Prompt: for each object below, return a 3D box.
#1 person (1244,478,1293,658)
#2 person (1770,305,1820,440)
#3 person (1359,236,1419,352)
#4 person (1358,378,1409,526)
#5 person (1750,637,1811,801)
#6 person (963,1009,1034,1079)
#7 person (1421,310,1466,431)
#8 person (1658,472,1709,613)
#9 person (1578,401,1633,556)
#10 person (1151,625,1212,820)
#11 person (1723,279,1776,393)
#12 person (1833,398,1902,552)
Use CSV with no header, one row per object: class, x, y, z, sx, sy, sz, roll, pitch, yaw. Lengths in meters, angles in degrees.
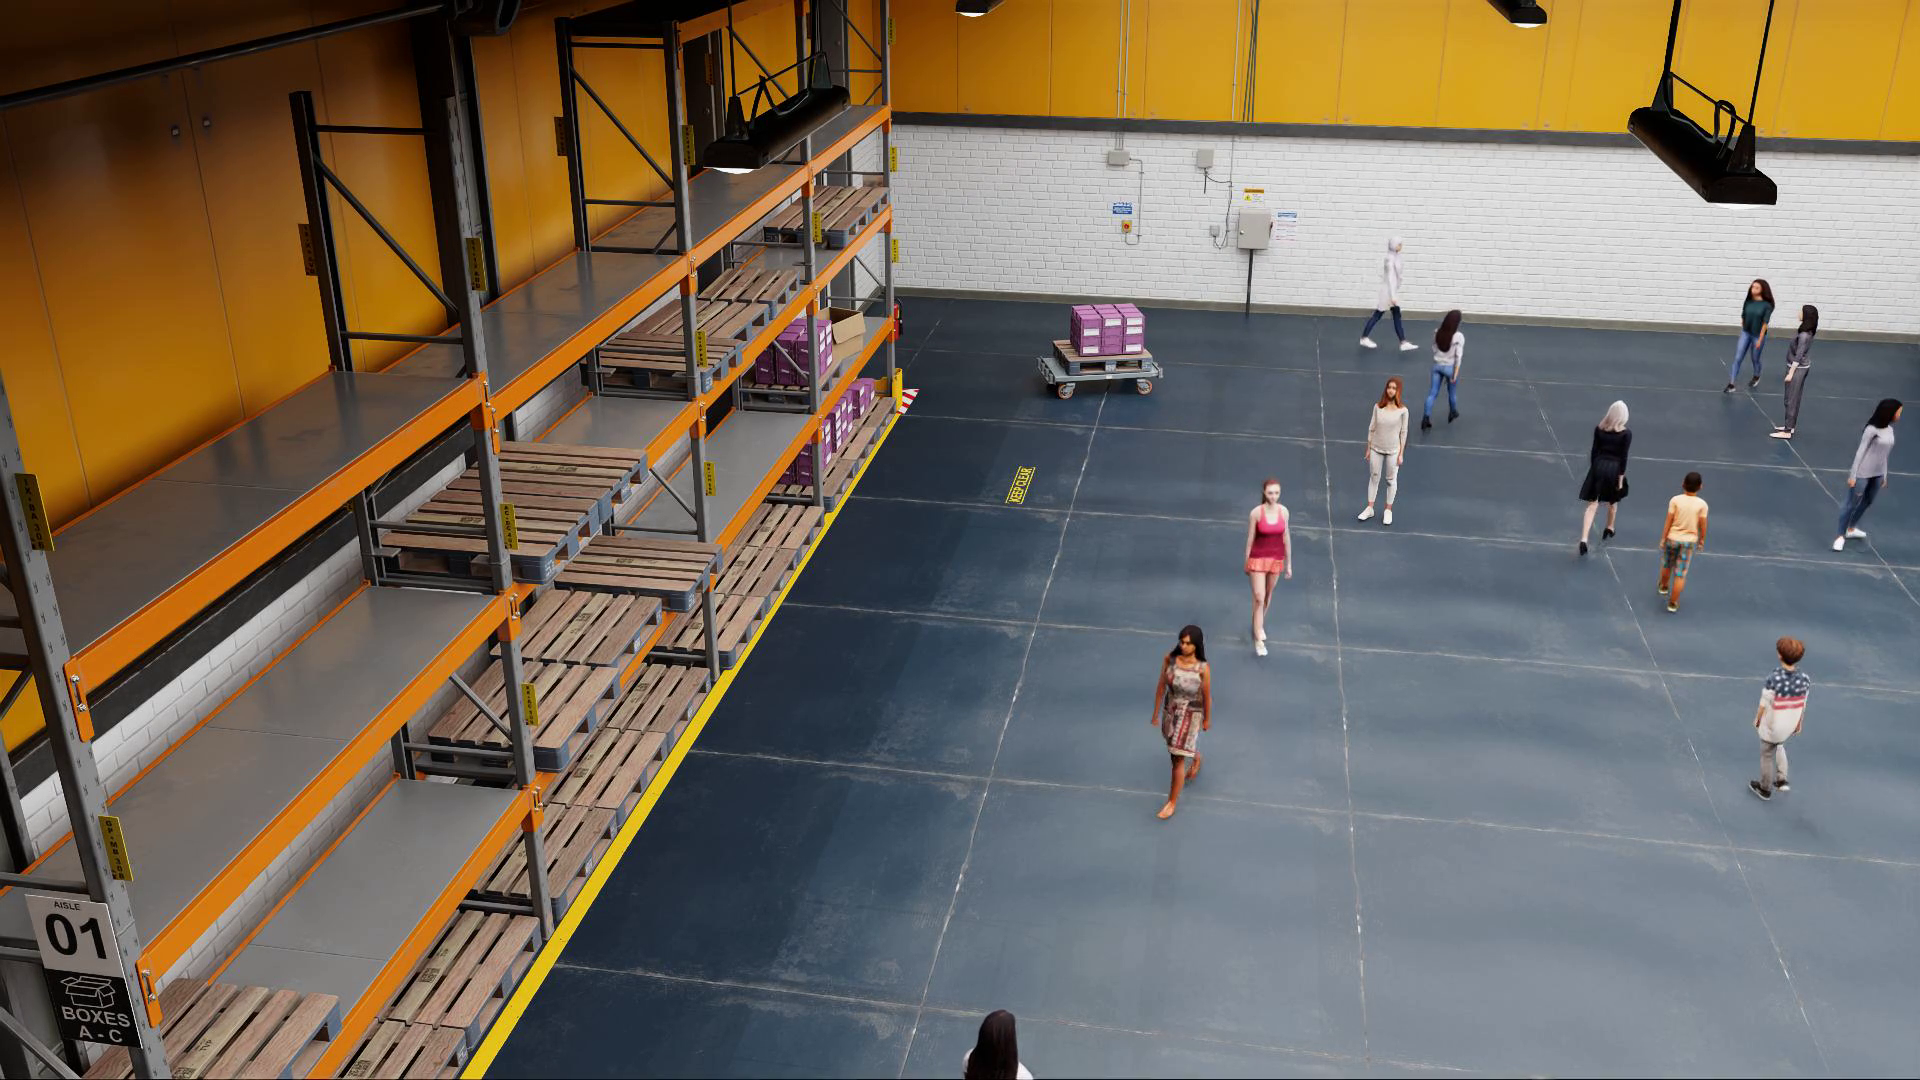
person,2.967,0.185,16.191,0.767,1.727,1.018,-4,24,-9
person,10.873,-2.193,21.584,0.728,1.765,0.608,18,29,35
person,6.371,-3.683,25.038,0.961,1.728,1.149,13,27,28
person,4.868,-1.037,19.001,0.657,1.715,0.648,12,26,25
person,6.720,1.491,13.570,0.593,1.433,0.633,-3,24,-8
person,0.216,3.294,9.020,0.658,1.774,0.641,14,27,29
person,6.309,-2.198,21.818,0.929,1.586,1.138,18,30,36
person,7.320,0.038,16.885,0.700,1.441,0.921,11,26,23
person,6.992,-0.628,18.101,0.977,1.686,1.234,18,29,35
person,1.855,1.400,13.558,0.955,1.611,1.193,18,29,35
person,11.170,-2.857,23.335,1.135,1.579,1.005,-20,30,-38
person,9.909,-0.726,18.282,0.873,1.721,0.883,-5,24,-11
